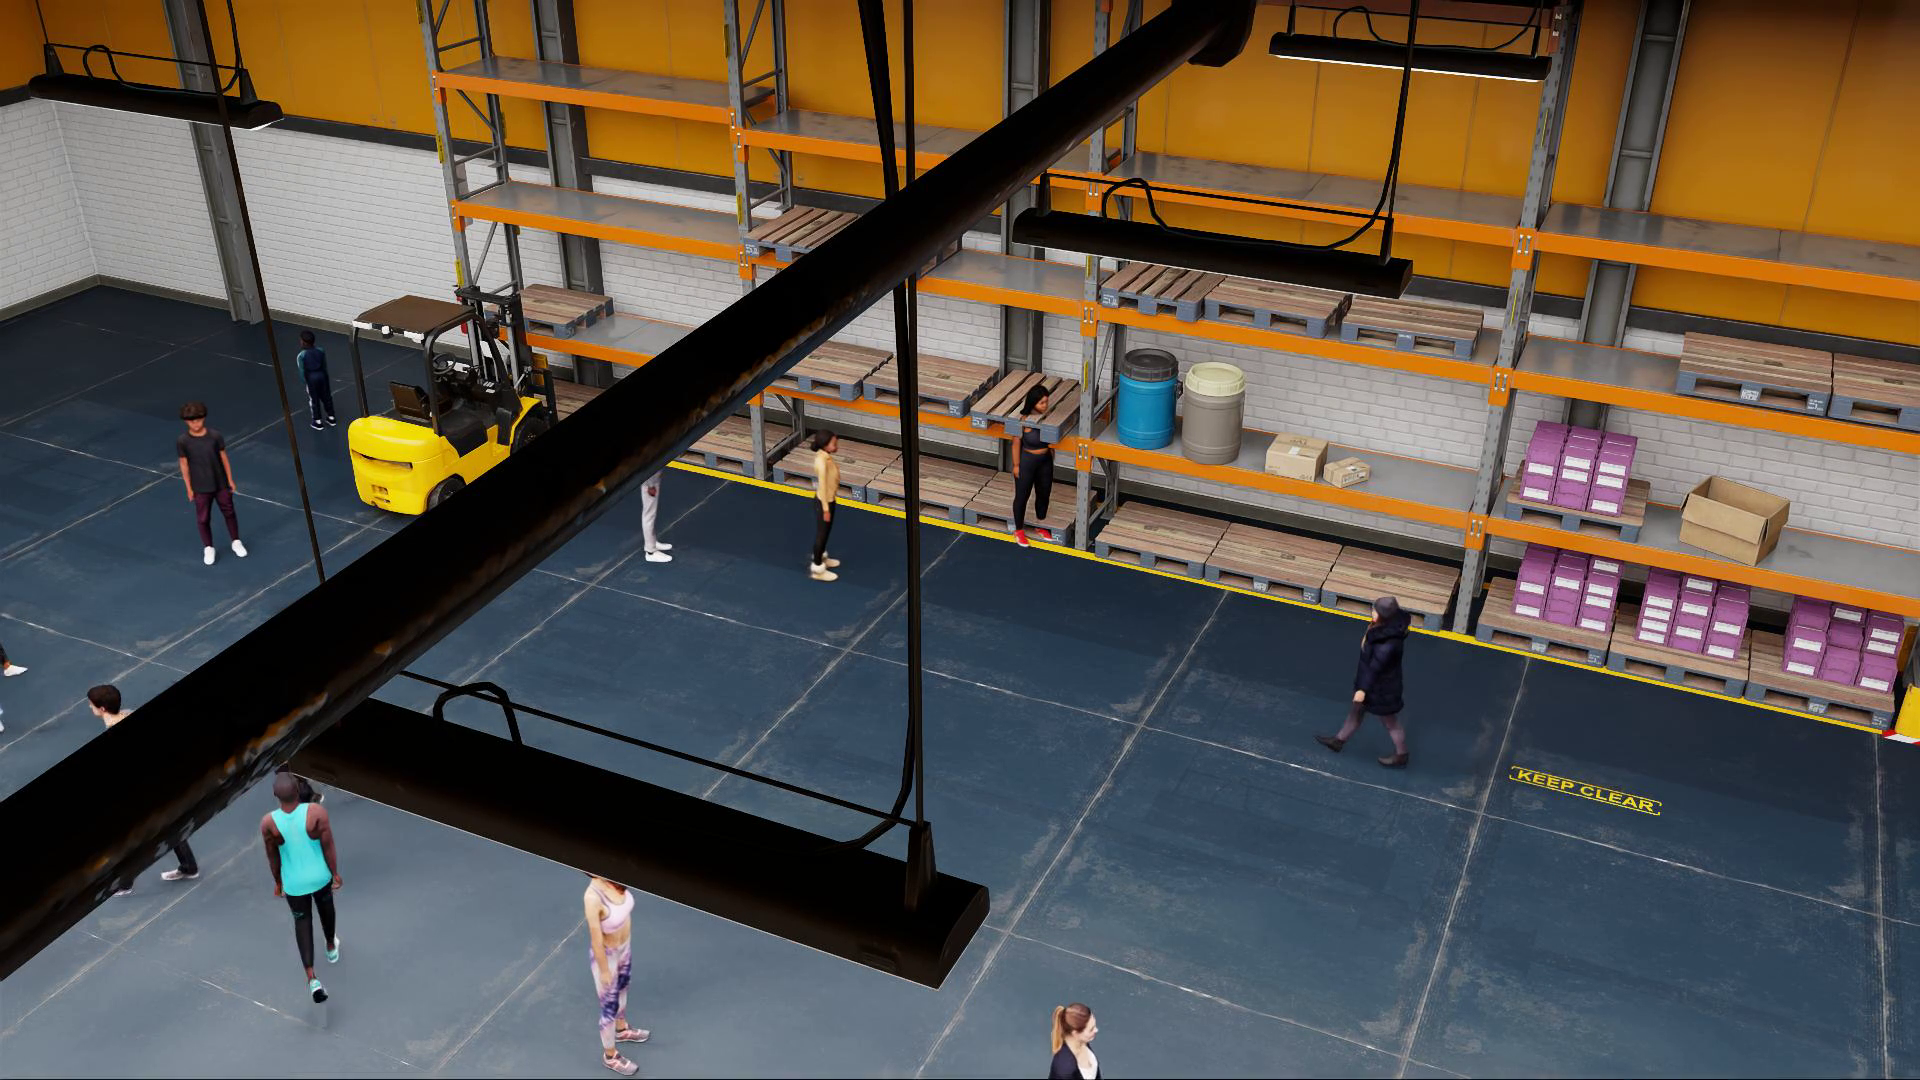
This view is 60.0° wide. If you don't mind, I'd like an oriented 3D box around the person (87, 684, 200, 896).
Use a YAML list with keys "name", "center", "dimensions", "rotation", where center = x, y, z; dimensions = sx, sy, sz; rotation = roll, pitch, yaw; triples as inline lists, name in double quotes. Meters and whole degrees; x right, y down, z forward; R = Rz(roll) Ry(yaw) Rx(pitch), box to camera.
- name: "person"
  center: [-6.177, 1.898, 12.669]
  dimensions: [1.126, 1.826, 1.017]
  rotation: [-4, 29, -7]

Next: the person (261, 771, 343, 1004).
- name: "person"
  center: [-4.607, 2.440, 11.719]
  dimensions: [1.078, 1.785, 1.127]
  rotation: [-9, 30, -16]

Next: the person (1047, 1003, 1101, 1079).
- name: "person"
  center: [0.565, 3.438, 10.013]
  dimensions: [0.822, 1.667, 0.673]
  rotation: [10, 30, 18]

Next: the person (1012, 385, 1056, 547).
- name: "person"
  center: [0.779, -0.826, 17.674]
  dimensions: [0.774, 1.815, 0.817]
  rotation: [-13, 31, -23]

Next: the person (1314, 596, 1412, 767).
- name: "person"
  center: [3.637, 1.245, 14.076]
  dimensions: [1.107, 1.626, 0.810]
  rotation: [6, 29, 11]

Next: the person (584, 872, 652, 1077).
- name: "person"
  center: [-2.331, 2.769, 11.135]
  dimensions: [0.614, 1.766, 0.653]
  rotation: [5, 29, 9]

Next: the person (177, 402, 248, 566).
- name: "person"
  center: [-7.831, -0.628, 17.349]
  dimensions: [0.721, 1.780, 0.745]
  rotation: [-16, 32, -26]

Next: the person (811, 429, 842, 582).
- name: "person"
  center: [-1.391, -0.383, 17.030]
  dimensions: [0.695, 1.654, 0.678]
  rotation: [1, 29, 2]

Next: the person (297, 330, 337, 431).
- name: "person"
  center: [-7.887, -1.974, 20.364]
  dimensions: [0.559, 1.255, 0.564]
  rotation: [-25, 37, -38]
